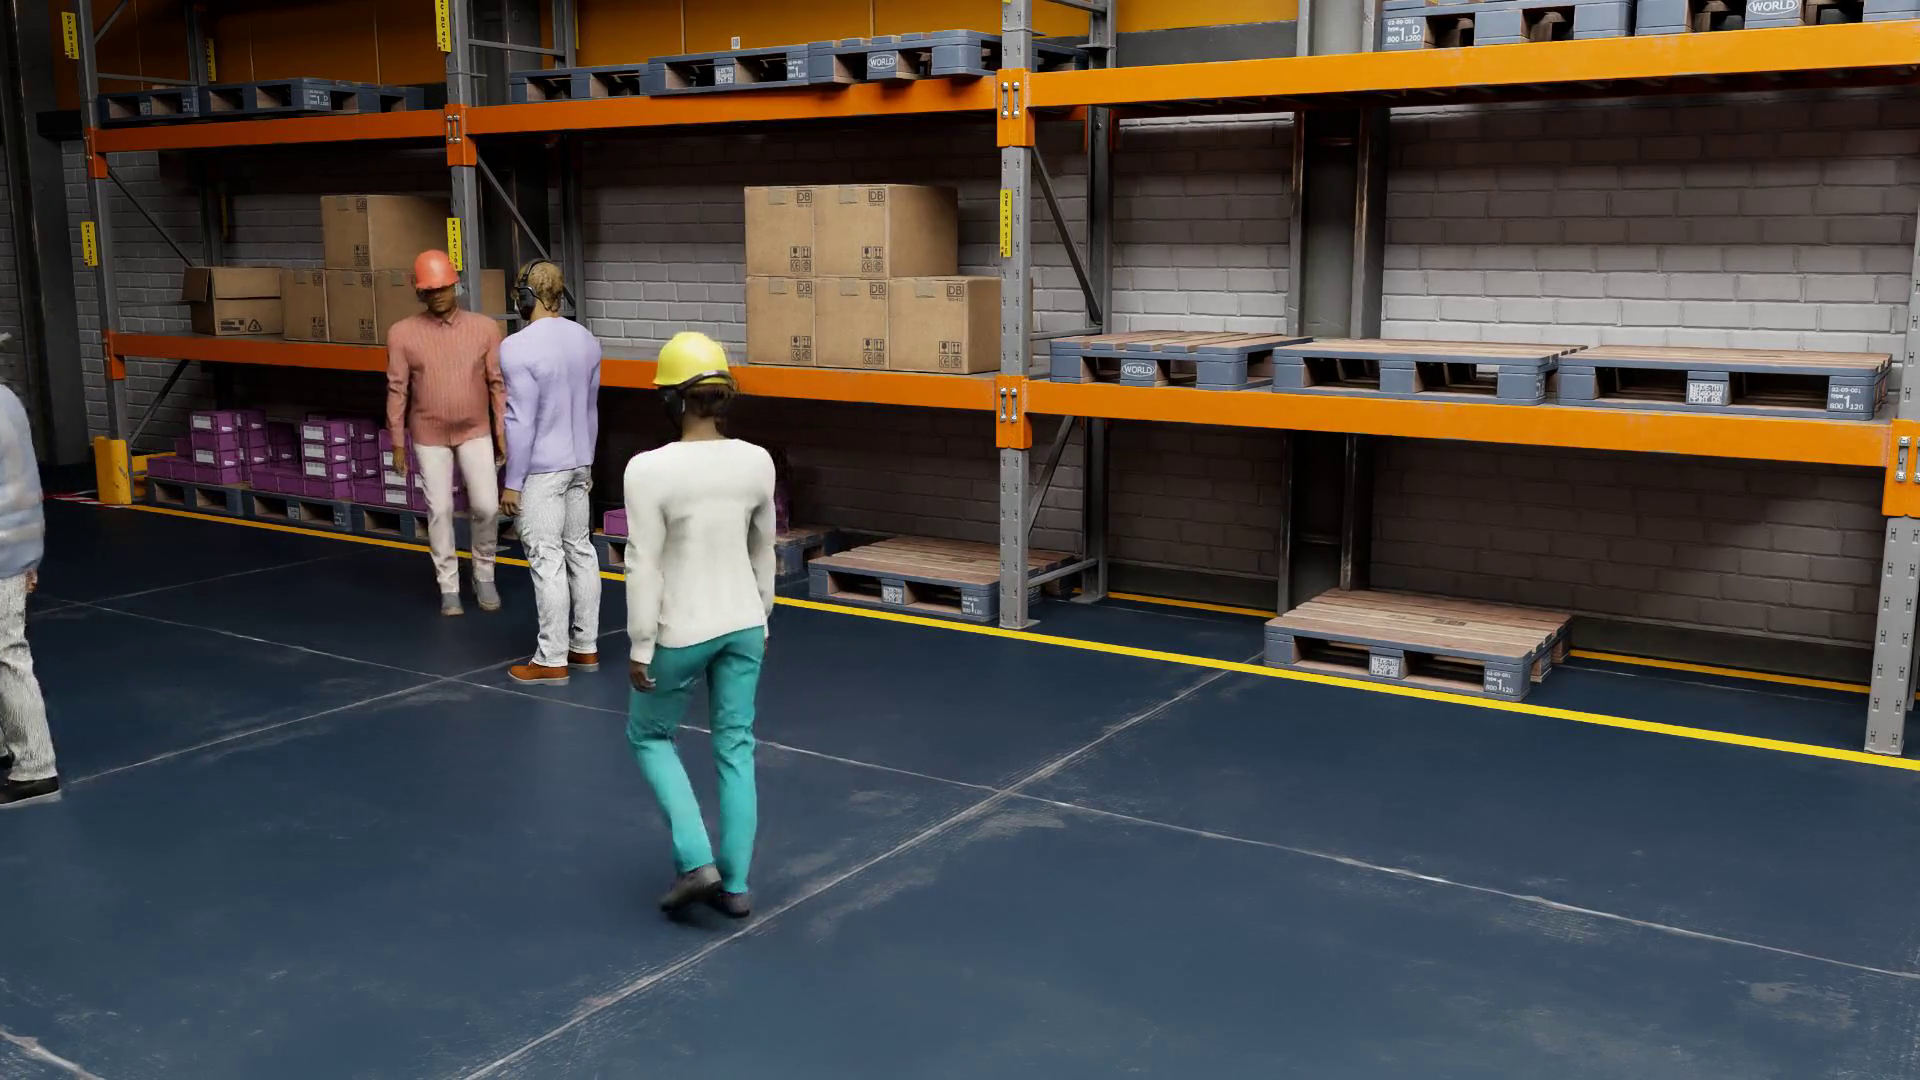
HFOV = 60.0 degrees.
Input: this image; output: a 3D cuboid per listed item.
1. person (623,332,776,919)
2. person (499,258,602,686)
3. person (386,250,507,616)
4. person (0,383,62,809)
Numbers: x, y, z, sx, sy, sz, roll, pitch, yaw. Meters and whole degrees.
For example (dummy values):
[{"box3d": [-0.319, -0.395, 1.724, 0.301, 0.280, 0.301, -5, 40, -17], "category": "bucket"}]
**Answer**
[{"box3d": [-0.770, 0.267, 4.932, 0.544, 1.753, 0.384, -8, 13, -39], "category": "person"}, {"box3d": [-1.876, -0.305, 7.606, 0.367, 1.939, 0.635, 4, 11, 22], "category": "person"}, {"box3d": [-2.732, -0.557, 8.906, 0.649, 1.968, 0.494, -4, 11, -21], "category": "person"}, {"box3d": [-3.524, 0.075, 5.846, 0.591, 1.812, 0.605, -4, 11, -21], "category": "person"}]
